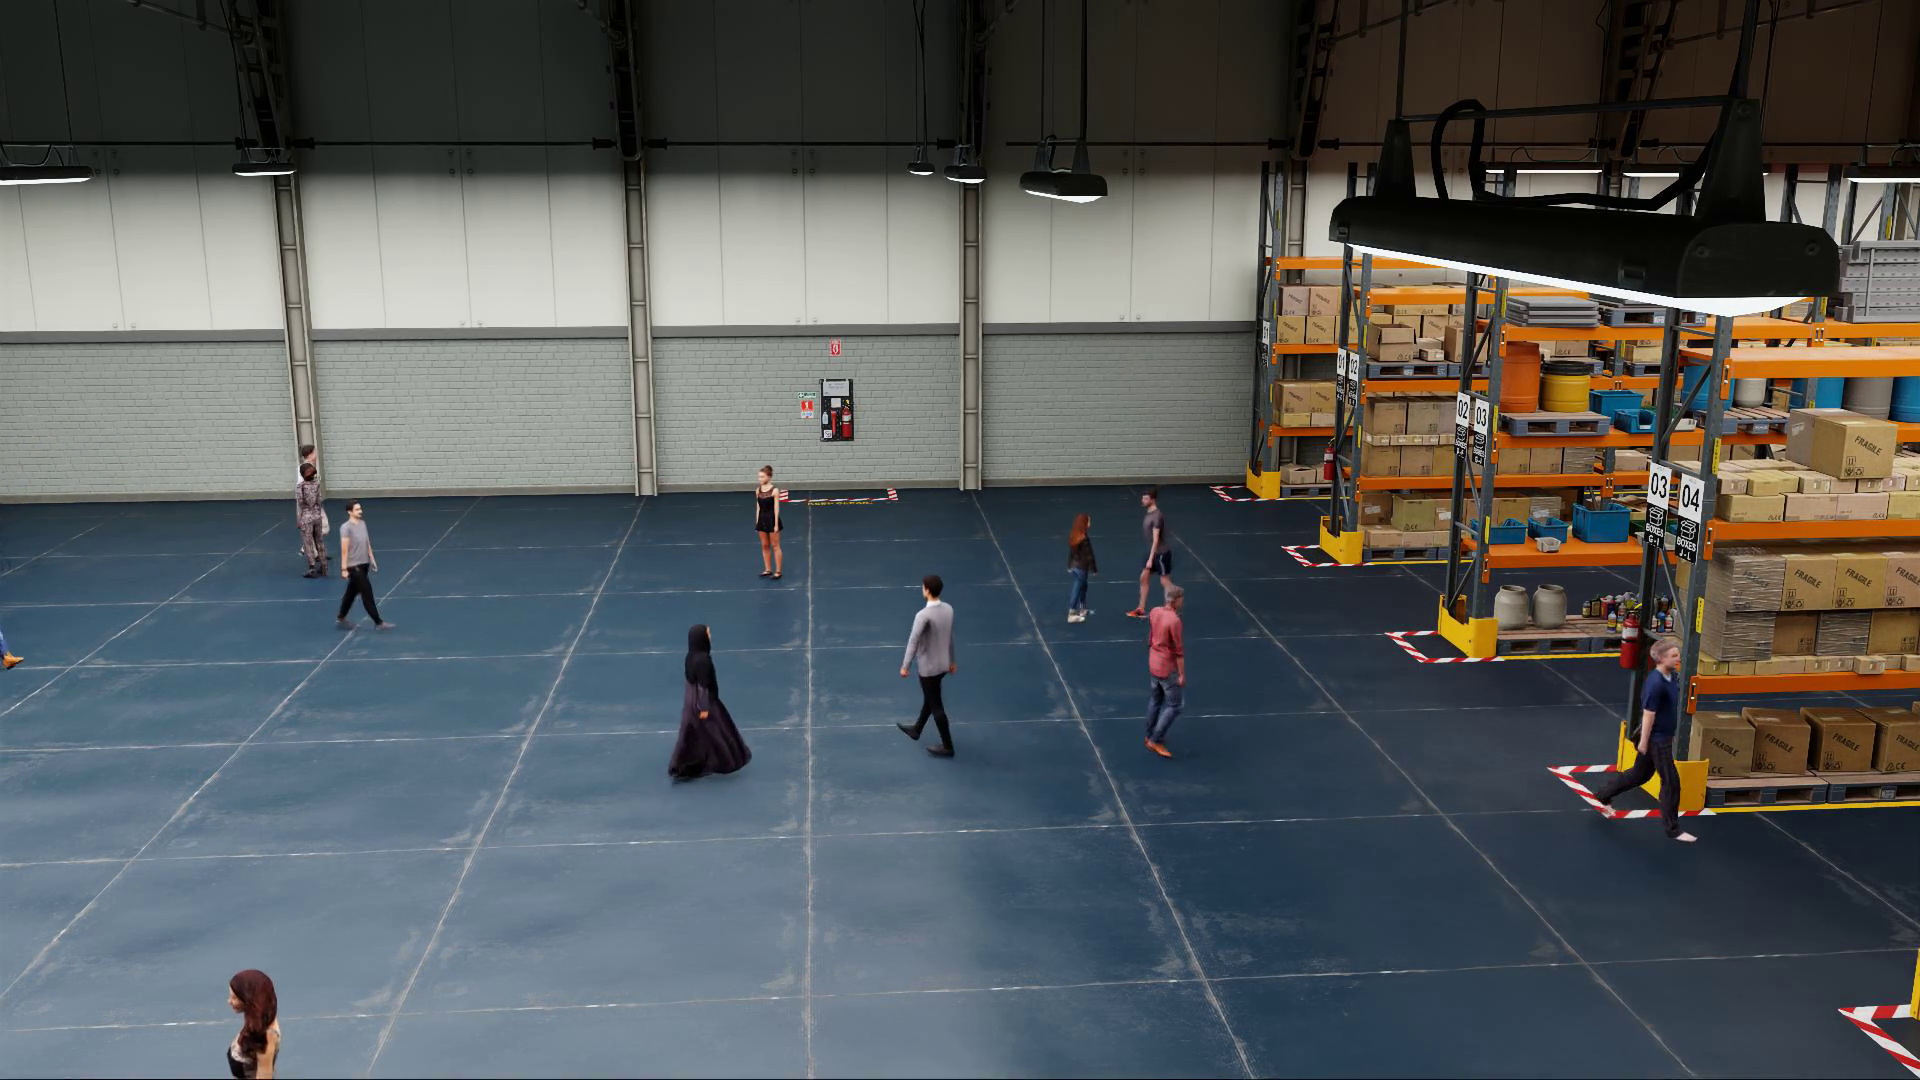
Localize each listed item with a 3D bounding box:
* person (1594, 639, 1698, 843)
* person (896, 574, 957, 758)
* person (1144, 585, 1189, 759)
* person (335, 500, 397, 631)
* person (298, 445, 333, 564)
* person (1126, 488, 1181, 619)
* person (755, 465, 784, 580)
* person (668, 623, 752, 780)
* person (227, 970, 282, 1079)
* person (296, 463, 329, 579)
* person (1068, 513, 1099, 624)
[{"bbox_3d":[6.277,1.804,15.216,1.258,1.827,1.185,10,16,37],"label":"person"},{"bbox_3d":[-0.202,1.322,17.152,1.233,1.893,1.121,8,15,31],"label":"person"},{"bbox_3d":[2.130,1.338,17.264,0.801,1.811,0.853,-10,17,-38],"label":"person"},{"bbox_3d":[-7.960,0.349,21.759,1.201,1.710,0.836,2,13,10],"label":"person"},{"bbox_3d":[-9.886,-0.504,25.188,0.910,1.825,0.848,-10,16,-37],"label":"person"},{"bbox_3d":[2.714,0.192,22.245,1.059,1.796,0.772,-2,13,-7],"label":"person"},{"bbox_3d":[-2.806,-0.268,24.491,0.671,1.680,0.751,8,15,31],"label":"person"},{"bbox_3d":[-2.638,1.615,16.526,1.175,1.604,0.900,-7,15,-27],"label":"person"},{"bbox_3d":[-3.761,3.224,9.298,1.259,1.730,1.006,-9,16,-33],"label":"person"},{"bbox_3d":[-9.587,-0.298,24.545,0.720,1.714,0.680,7,15,29],"label":"person"},{"bbox_3d":[1.535,0.383,22.151,0.770,1.467,0.674,-5,14,-22],"label":"person"}]
